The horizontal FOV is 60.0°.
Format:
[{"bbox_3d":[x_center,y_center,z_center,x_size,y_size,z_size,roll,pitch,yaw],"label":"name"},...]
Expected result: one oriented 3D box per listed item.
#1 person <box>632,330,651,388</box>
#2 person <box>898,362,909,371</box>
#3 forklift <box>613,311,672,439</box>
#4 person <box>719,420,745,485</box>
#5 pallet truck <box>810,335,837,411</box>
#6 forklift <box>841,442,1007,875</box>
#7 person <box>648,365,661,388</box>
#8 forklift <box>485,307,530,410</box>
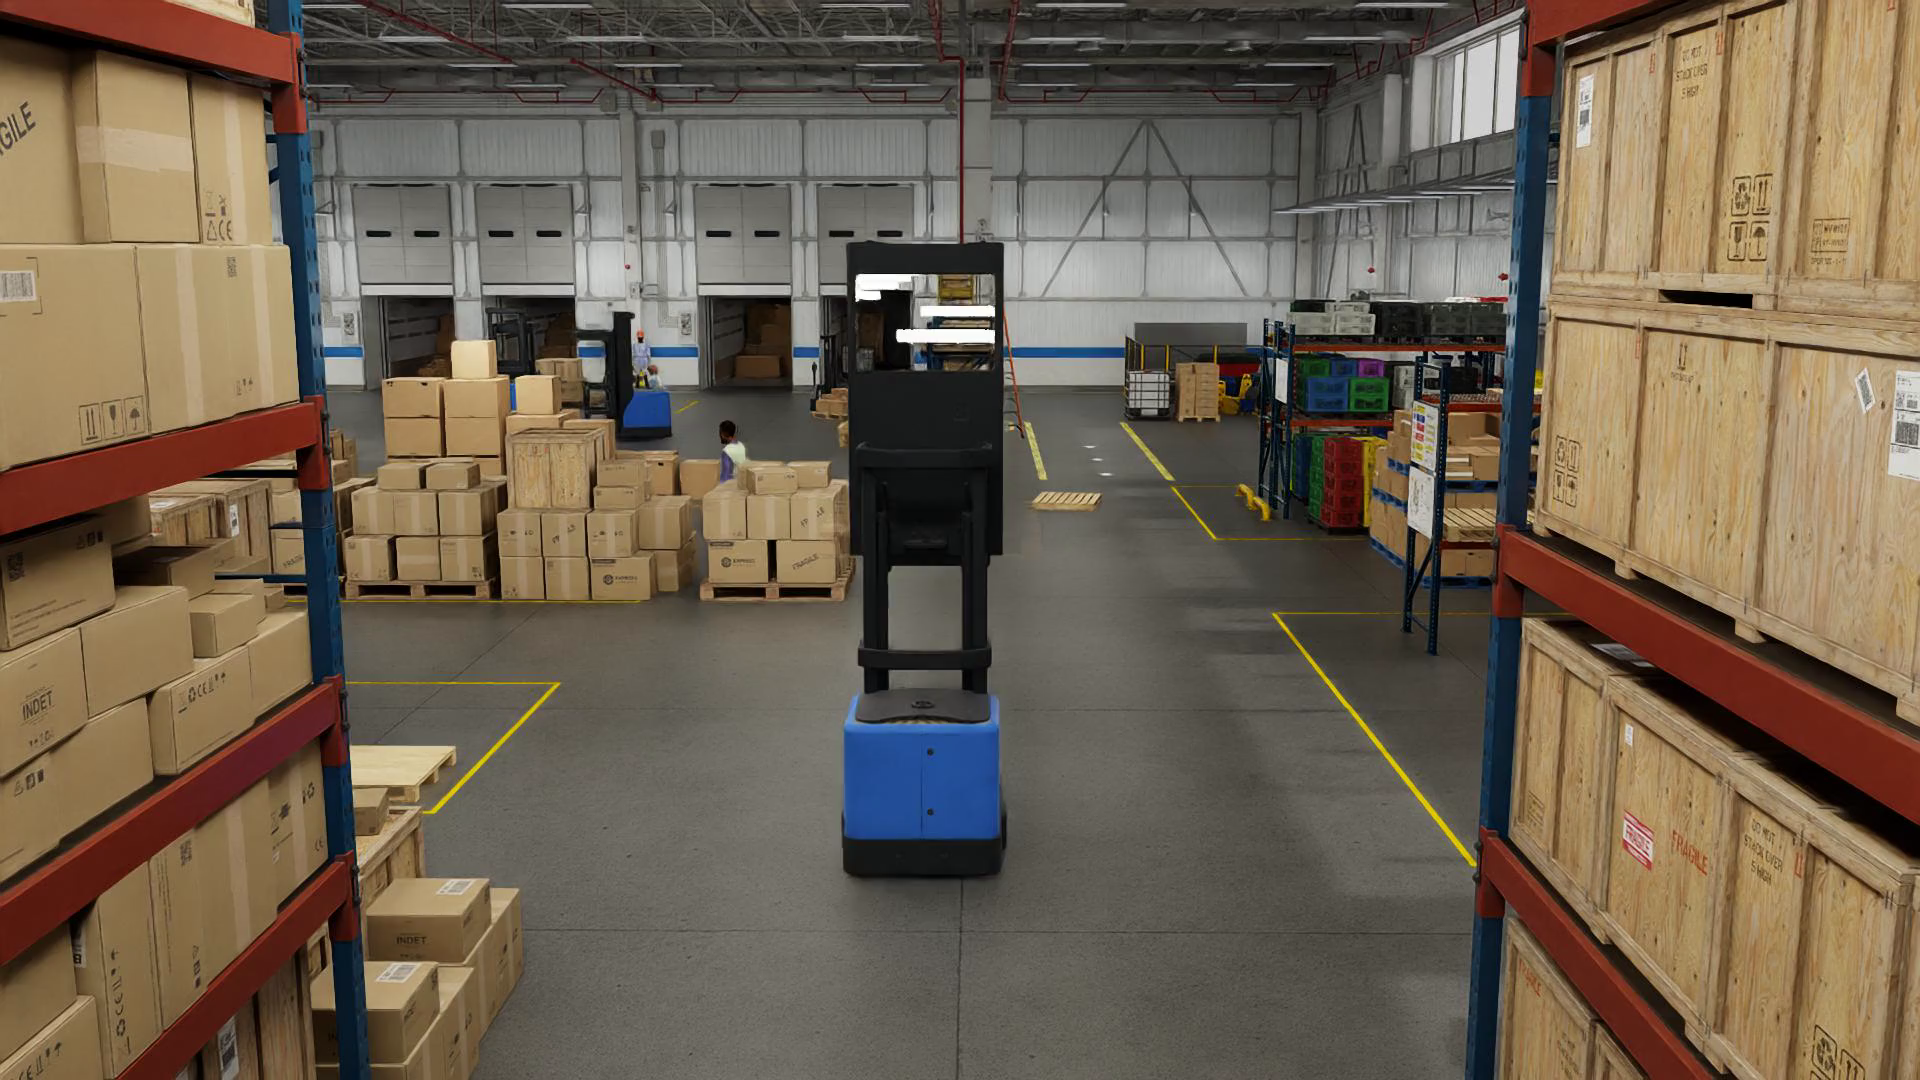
[{"bbox_3d":[-9.086,-5.013,47.383,0.549,1.929,0.387,1,10,6],"label":"person"},{"bbox_3d":[-1.154,-2.633,33.608,0.635,1.937,0.352,-8,12,-38],"label":"person"},{"bbox_3d":[-7.380,-3.629,36.642,1.873,2.768,1.129,-3,10,-16],"label":"forklift"},{"bbox_3d":[-3.164,-0.661,22.334,0.772,1.893,0.635,2,10,9],"label":"person"},{"bbox_3d":[-3.021,-4.312,43.126,1.885,1.965,0.823,3,10,17],"label":"pallet truck"},{"bbox_3d":[-0.242,0.713,11.589,1.129,2.768,1.873,0,10,1],"label":"forklift"},{"bbox_3d":[-6.887,-3.163,37.640,0.706,1.601,0.577,0,10,3],"label":"person"},{"bbox_3d":[-10.754,-4.150,39.646,1.129,2.768,1.873,0,10,1],"label":"forklift"}]
